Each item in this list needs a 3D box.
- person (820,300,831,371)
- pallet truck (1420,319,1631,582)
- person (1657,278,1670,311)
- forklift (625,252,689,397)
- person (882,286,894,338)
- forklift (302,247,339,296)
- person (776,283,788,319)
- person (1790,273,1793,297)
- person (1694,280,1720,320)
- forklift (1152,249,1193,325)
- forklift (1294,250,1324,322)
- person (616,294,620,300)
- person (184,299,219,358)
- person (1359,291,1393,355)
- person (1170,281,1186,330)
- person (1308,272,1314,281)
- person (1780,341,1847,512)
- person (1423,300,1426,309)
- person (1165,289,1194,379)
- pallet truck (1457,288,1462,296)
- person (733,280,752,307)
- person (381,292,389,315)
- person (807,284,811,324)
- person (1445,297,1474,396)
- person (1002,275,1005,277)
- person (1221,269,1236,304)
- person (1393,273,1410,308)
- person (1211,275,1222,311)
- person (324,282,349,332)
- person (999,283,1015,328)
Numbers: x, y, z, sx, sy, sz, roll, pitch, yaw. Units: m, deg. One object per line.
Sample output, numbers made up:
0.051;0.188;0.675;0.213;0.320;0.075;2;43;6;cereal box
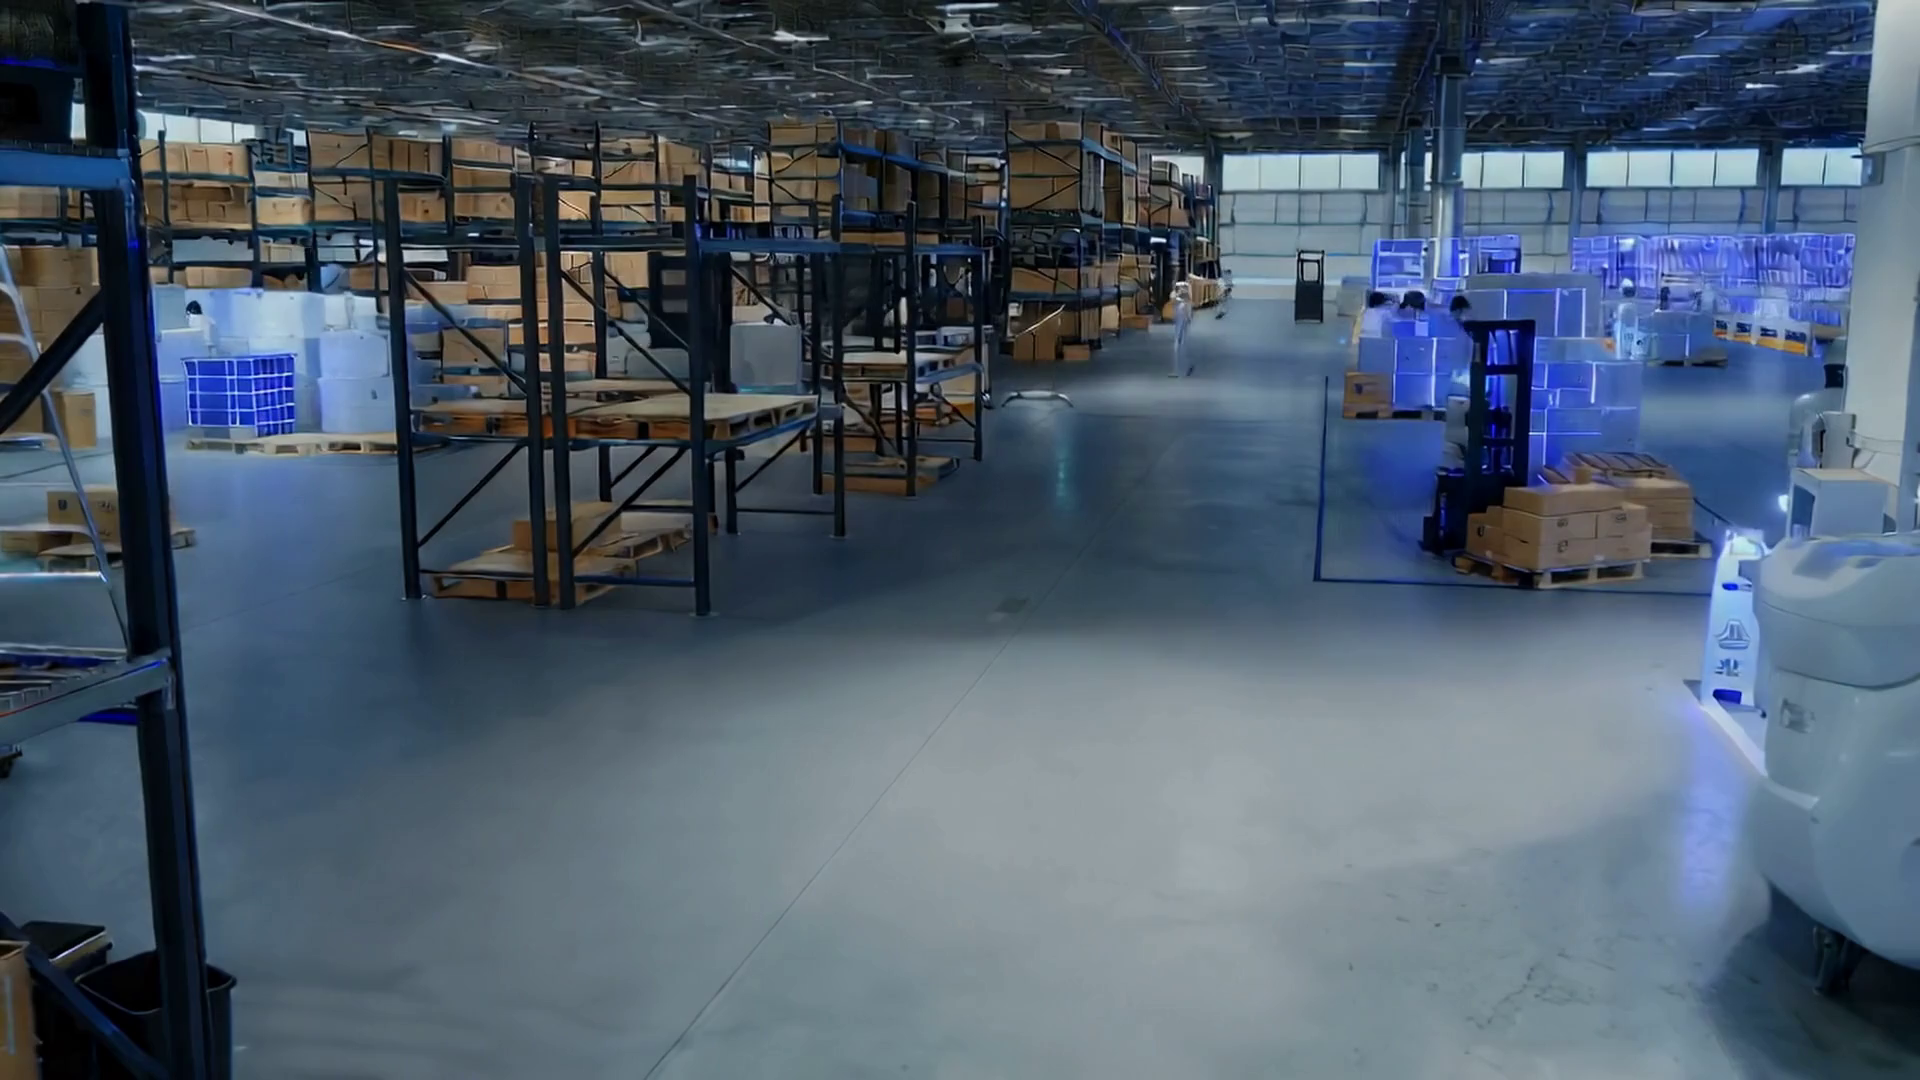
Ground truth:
-2.895;-4.142;34.428;0.450;1.625;0.555;2;10;10;person
4.543;-0.757;13.299;0.823;1.965;1.885;-4;10;-22;pallet truck
24.585;-8.229;58.093;0.608;1.813;0.403;-9;13;-42;person
-4.449;-3.365;26.134;1.129;2.768;1.873;2;10;12;forklift
-1.614;-4.673;36.785;0.467;1.903;0.592;7;12;35;person
-19.215;-7.406;50.059;1.129;2.768;1.873;2;10;12;forklift
-5.986;-7.844;56.217;0.482;1.673;0.723;5;11;25;person
39.848;-11.878;79.642;0.590;1.833;0.403;-4;10;-22;person
21.366;-6.498;47.598;0.659;1.893;0.620;4;10;21;person
7.646;-9.320;61.395;1.873;2.768;1.129;2;10;11;forklift
13.778;-10.002;65.433;1.129;2.768;1.873;2;10;12;forklift
-8.455;-5.245;40.957;0.522;1.631;0.317;0;10;-1;person
-12.206;-2.932;26.683;0.429;1.843;0.634;9;13;43;person
7.478;-3.481;29.717;0.607;1.917;1.021;-4;10;-22;person
7.592;-8.084;57.515;0.539;1.708;0.932;-4;10;-20;person
19.194;-13.769;91.069;0.339;1.749;0.573;3;10;16;person
5.865;-0.373;11.232;0.594;1.925;0.369;2;10;9;person
15.822;-7.806;56.147;0.287;1.626;0.497;-6;12;-34;person
4.568;-4.264;34.497;0.516;1.854;0.552;-4;10;-23;person
20.506;-9.785;68.819;0.653;1.274;1.630;2;10;12;pallet truck
-5.933;-6.140;45.352;0.547;1.938;0.379;3;10;15;person
-13.614;-5.048;39.601;0.316;1.696;0.541;-4;10;-23;person
-5.651;-9.155;64.143;0.497;1.626;0.287;-1;10;-3;person
7.410;-2.617;24.543;0.485;1.925;0.561;7;12;37;person
2.520;-14.059;92.621;0.594;1.817;0.431;-4;10;-23;person
14.776;-13.950;91.638;0.673;1.934;1.035;-9;13;-42;person
15.057;-8.098;56.717;0.794;2.016;0.610;-2;10;-13;person
12.254;-11.791;79.477;0.538;1.715;0.945;2;10;14;person
-14.440;-4.968;38.417;0.632;1.938;0.368;-2;10;-9;person
1.824;-8.468;59.991;0.883;1.648;0.546;1;10;5;person
